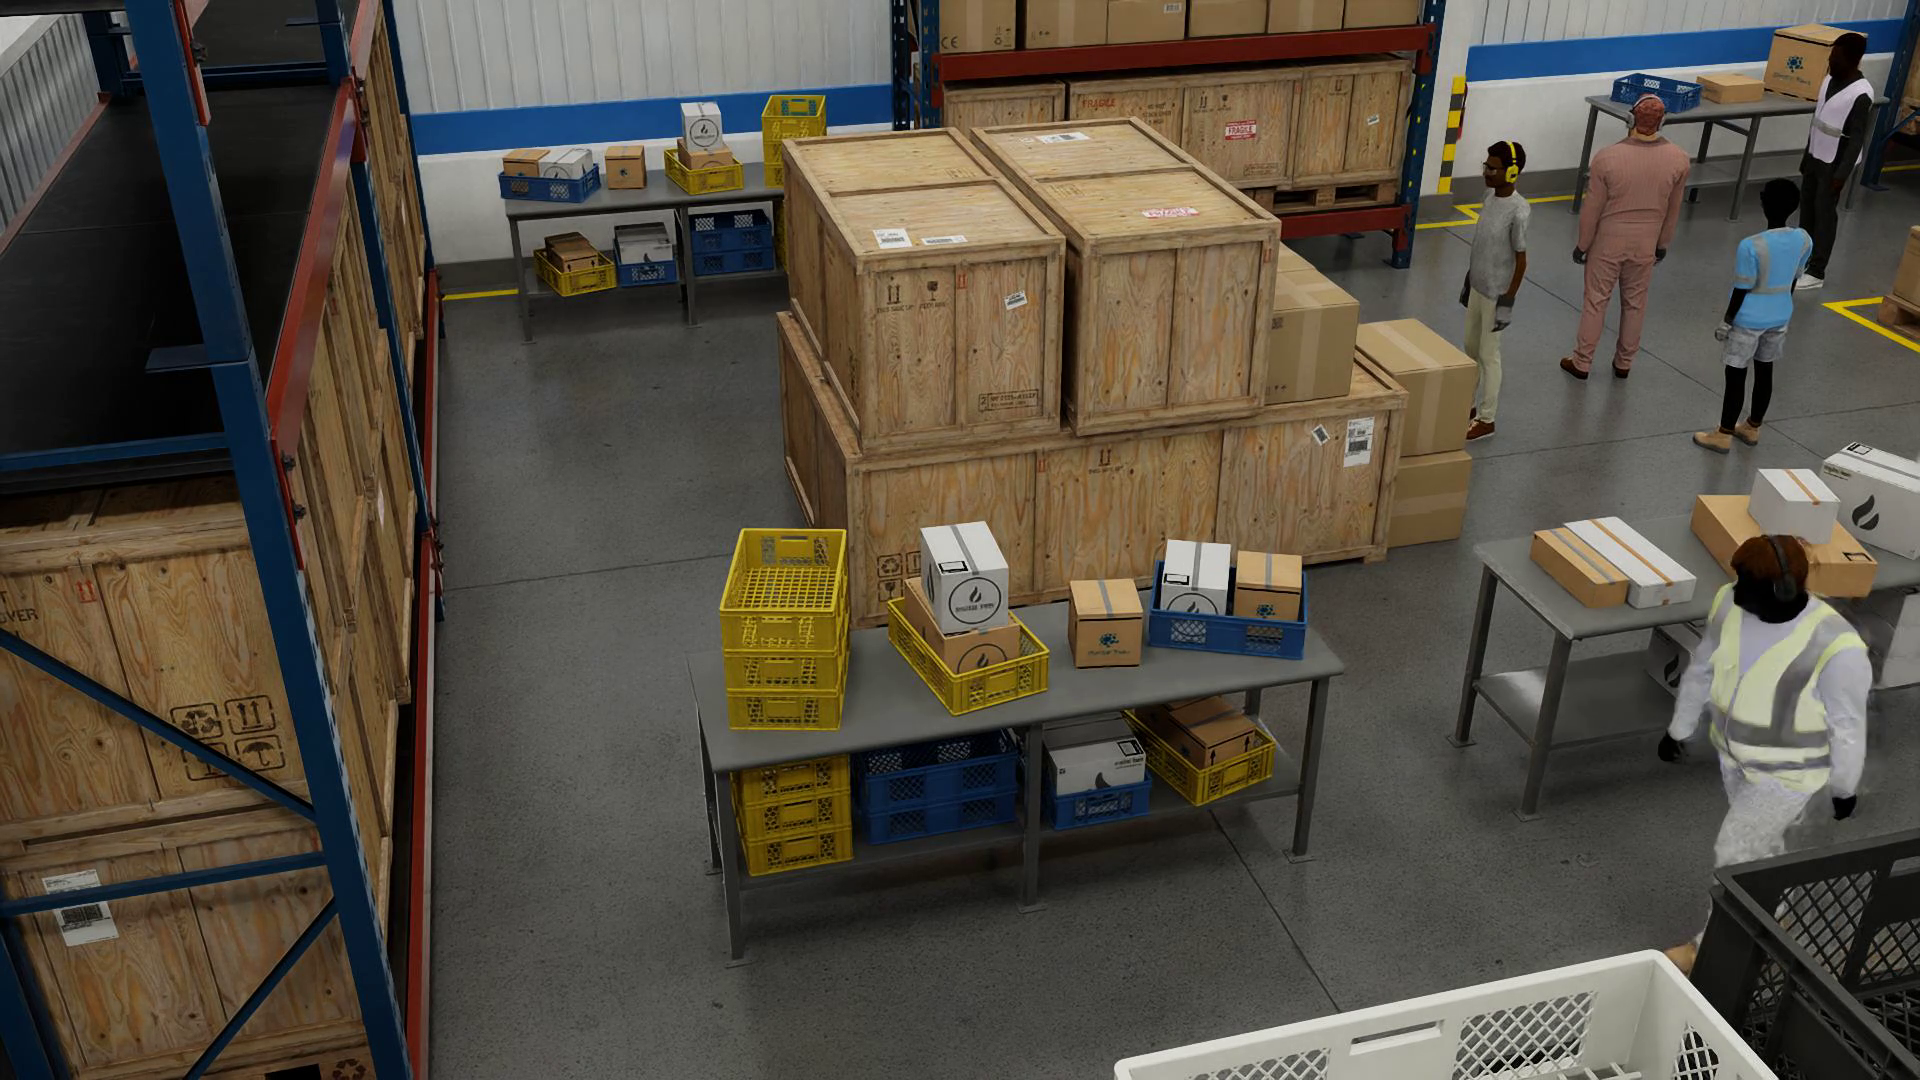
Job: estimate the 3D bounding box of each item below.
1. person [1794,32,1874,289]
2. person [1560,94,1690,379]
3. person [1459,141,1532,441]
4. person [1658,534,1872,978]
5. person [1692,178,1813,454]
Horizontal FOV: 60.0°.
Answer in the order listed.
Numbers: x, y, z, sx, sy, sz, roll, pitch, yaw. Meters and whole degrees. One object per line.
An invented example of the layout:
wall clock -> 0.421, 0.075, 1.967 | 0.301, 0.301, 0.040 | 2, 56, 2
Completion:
person -> 6.579, -2.861, 12.588 | 0.383, 1.916, 0.591 | 0, 29, -1
person -> 4.385, -1.988, 11.014 | 0.643, 1.909, 0.410 | 0, 29, -1
person -> 3.230, -1.519, 10.201 | 0.313, 1.869, 0.538 | -6, 29, -11
person -> 2.914, 0.790, 6.096 | 0.732, 1.790, 0.651 | -9, 30, -15
person -> 4.809, -1.339, 10.051 | 0.536, 1.695, 0.322 | -12, 31, -20
